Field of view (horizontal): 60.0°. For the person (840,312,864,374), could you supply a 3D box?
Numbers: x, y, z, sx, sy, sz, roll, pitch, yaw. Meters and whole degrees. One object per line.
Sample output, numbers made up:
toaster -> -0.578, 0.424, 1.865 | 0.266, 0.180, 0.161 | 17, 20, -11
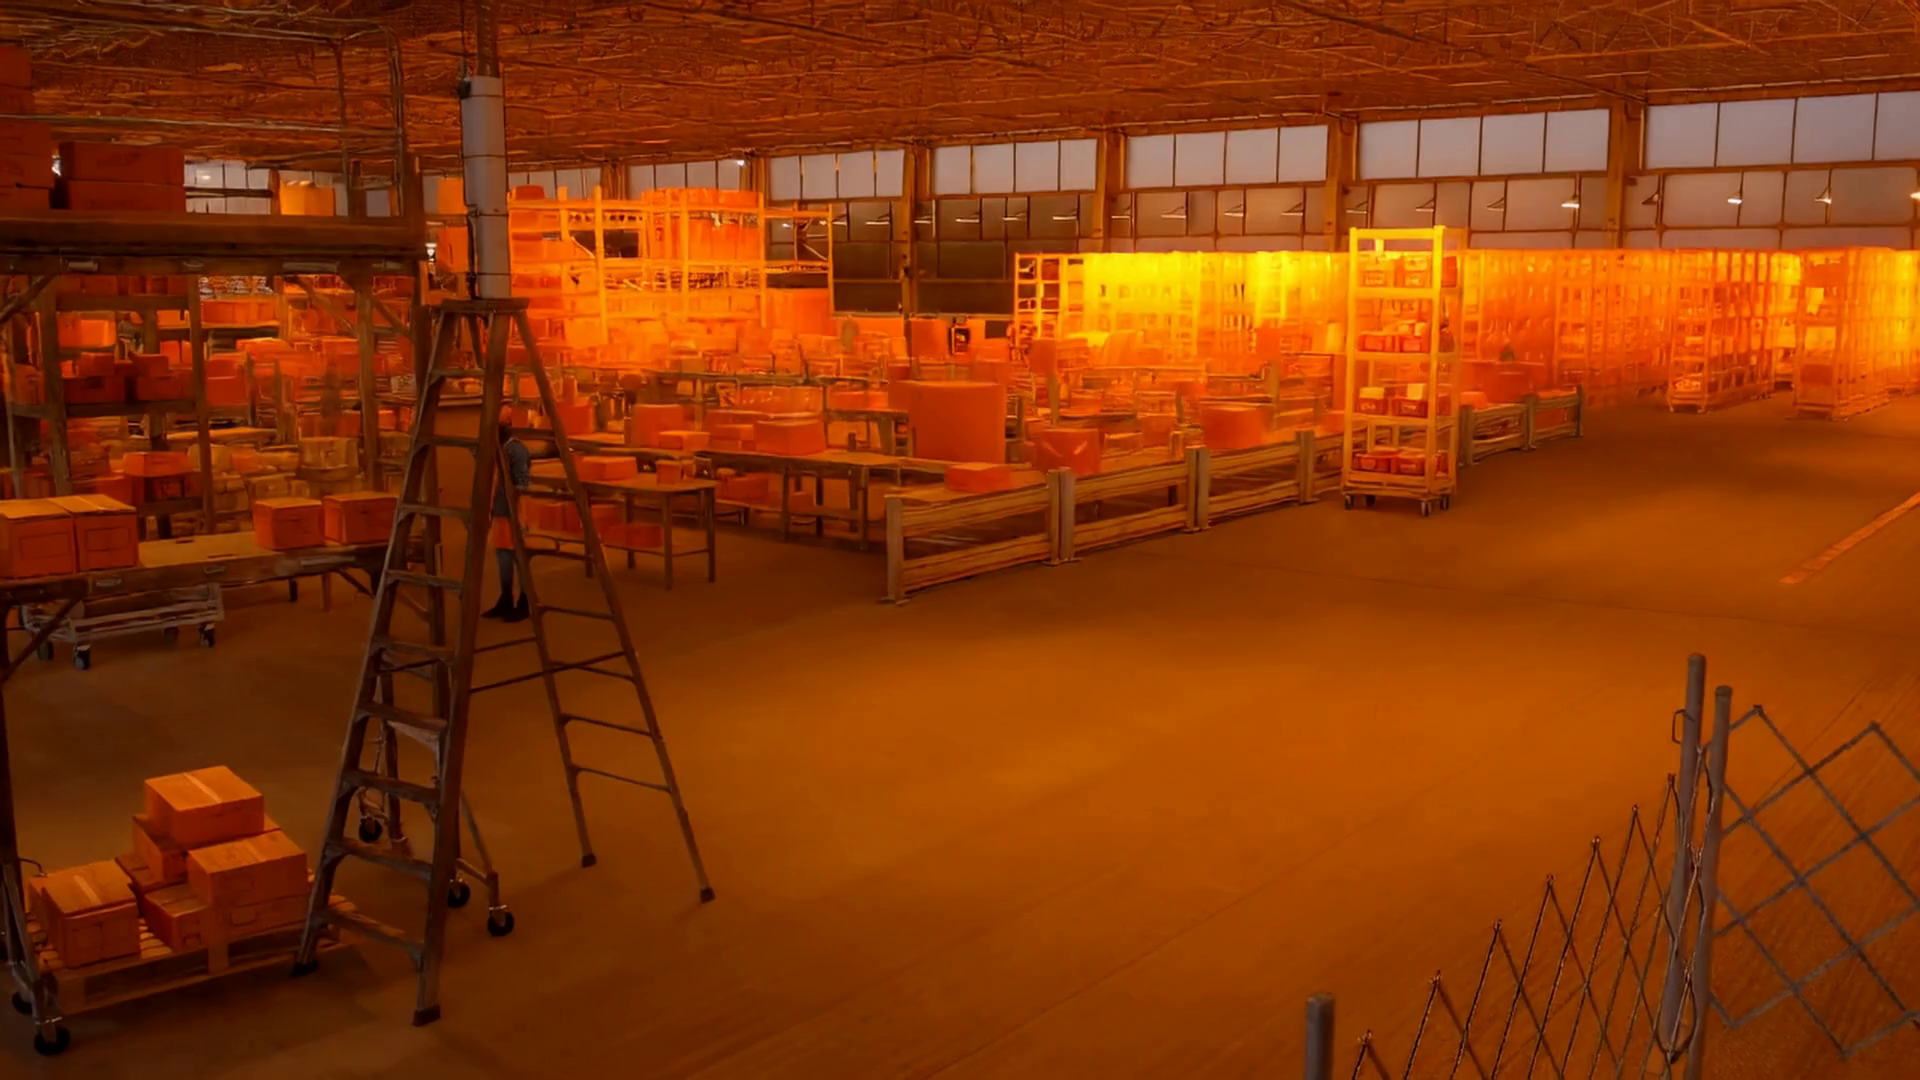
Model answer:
person -> -3.221, -5.939, 50.256 | 0.641, 1.870, 0.857 | -7, 12, -38

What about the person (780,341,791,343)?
person -> -7.253, -9.080, 69.764 | 0.969, 1.895, 0.618 | -8, 12, -41

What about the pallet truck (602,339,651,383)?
pallet truck -> -8.991, -4.871, 45.351 | 0.653, 1.274, 1.630 | 7, 11, 37

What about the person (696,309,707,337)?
person -> -9.528, -7.638, 61.210 | 0.540, 1.750, 0.387 | 7, 12, 38

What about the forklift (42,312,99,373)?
forklift -> -23.779, -5.451, 44.052 | 1.873, 2.768, 1.129 | 7, 11, 36

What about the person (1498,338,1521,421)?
person -> 11.262, -3.308, 34.318 | 0.943, 1.714, 0.519 | 9, 13, 44

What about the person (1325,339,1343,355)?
person -> 8.708, -4.125, 39.060 | 0.579, 1.827, 0.738 | -7, 11, -35

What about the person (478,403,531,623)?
person -> -3.956, -0.240, 14.472 | 0.547, 1.934, 0.376 | 8, 12, 40

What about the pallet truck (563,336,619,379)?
pallet truck -> -10.690, -5.294, 48.215 | 1.601, 1.201, 0.680 | -5, 10, -26

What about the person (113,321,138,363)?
person -> -17.184, -3.491, 34.409 | 0.359, 2.047, 0.615 | 2, 9, 14

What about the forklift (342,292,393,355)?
forklift -> -16.485, -5.622, 45.120 | 1.129, 2.768, 1.873 | 7, 11, 37

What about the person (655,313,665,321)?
person -> -9.258, -6.244, 52.374 | 0.673, 1.805, 0.620 | 1, 9, 9

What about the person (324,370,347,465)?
person -> -9.319, -1.706, 24.618 | 0.586, 1.611, 0.508 | -6, 11, -32

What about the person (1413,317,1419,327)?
person -> 12.942, -5.573, 47.424 | 0.387, 2.039, 0.614 | 1, 9, 8
